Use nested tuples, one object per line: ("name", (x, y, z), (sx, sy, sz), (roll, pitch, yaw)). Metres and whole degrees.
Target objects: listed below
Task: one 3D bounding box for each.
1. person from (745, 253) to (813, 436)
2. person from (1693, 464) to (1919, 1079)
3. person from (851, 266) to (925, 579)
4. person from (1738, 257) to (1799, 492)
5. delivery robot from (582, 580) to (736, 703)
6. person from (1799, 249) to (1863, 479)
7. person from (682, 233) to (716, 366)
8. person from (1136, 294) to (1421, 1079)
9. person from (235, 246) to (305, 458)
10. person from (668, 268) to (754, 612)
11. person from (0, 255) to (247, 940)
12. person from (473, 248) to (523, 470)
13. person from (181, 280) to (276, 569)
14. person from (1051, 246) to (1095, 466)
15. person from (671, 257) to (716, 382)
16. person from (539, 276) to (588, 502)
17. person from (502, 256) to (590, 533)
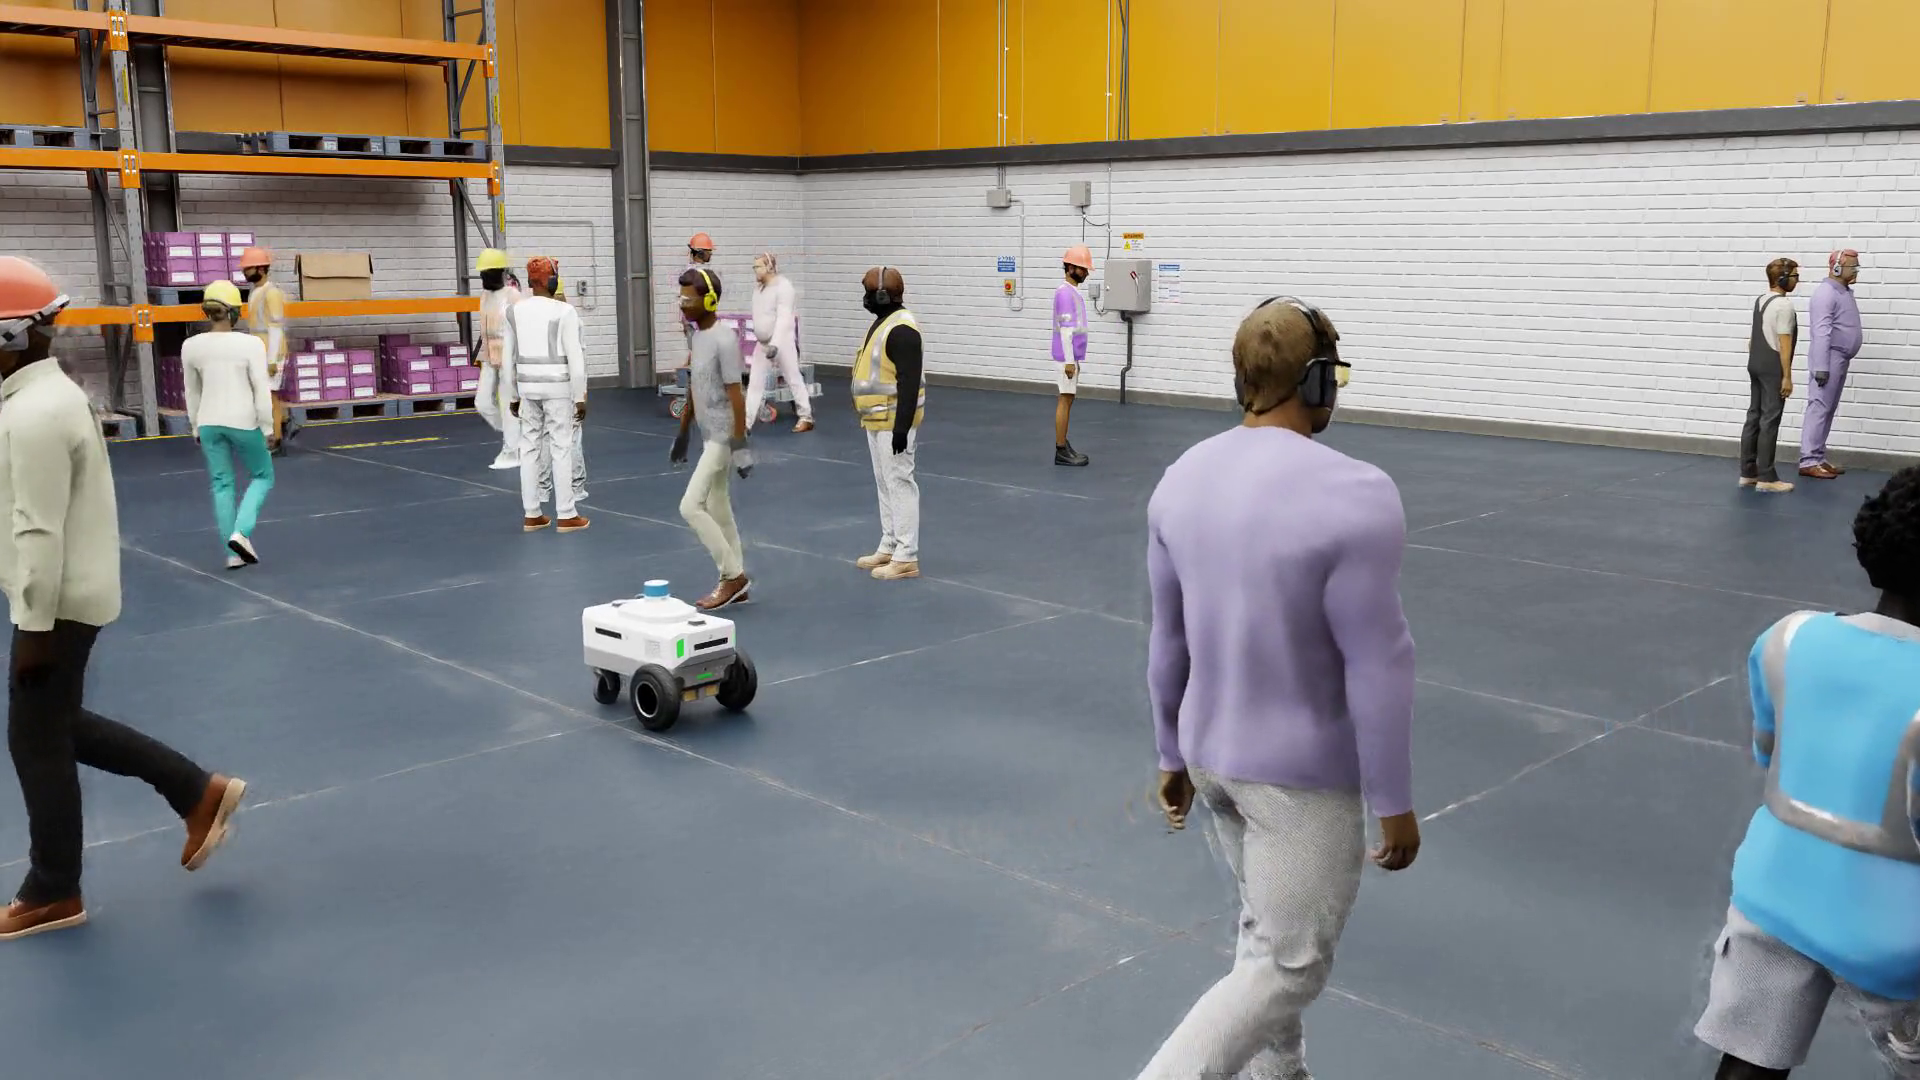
("person", (-1.912, -1.981, 16.892), (0.649, 1.847, 1.034), (10, 14, 43))
("person", (1.629, 0.673, 2.965), (0.911, 1.634, 0.535), (-5, 12, -27))
("person", (-0.428, -0.692, 9.866), (0.429, 1.839, 0.632), (-3, 11, -16))
("person", (6.438, -1.305, 13.193), (0.344, 1.847, 0.506), (-1, 10, -3))
("delivery robot", (-1.287, 0.415, 7.079), (0.707, 0.478, 0.477), (9, 14, 41))
("person", (7.325, -1.474, 13.948), (0.402, 1.906, 0.652), (8, 13, 38))
("person", (-3.054, -2.595, 19.688), (0.391, 2.040, 0.615), (-6, 12, -32))
("person", (0.572, 0.467, 3.371), (0.844, 1.913, 0.637), (-6, 12, -30))
("person", (-6.276, -1.689, 15.066), (0.454, 1.924, 0.568), (-9, 14, -42))
("person", (-1.334, -0.528, 8.952), (0.448, 1.847, 0.539), (-4, 11, -20))
("person", (-2.552, 0.167, 4.840), (0.689, 1.971, 0.621), (-5, 12, -26))
("person", (-3.988, -1.557, 14.400), (0.585, 1.913, 0.408), (8, 13, 38))
("person", (-4.404, -0.690, 10.067), (0.546, 1.751, 0.372), (0, 10, 1))
("person", (0.997, -1.620, 14.689), (0.374, 1.928, 0.543), (1, 10, 7))
("person", (-3.223, -2.650, 20.452), (0.463, 1.881, 0.654), (-5, 12, -27))
("person", (-3.080, -1.159, 12.668), (0.493, 1.746, 0.283), (-2, 11, -12))
("person", (-2.828, -0.989, 11.362), (0.585, 1.882, 0.337), (3, 11, 16))
